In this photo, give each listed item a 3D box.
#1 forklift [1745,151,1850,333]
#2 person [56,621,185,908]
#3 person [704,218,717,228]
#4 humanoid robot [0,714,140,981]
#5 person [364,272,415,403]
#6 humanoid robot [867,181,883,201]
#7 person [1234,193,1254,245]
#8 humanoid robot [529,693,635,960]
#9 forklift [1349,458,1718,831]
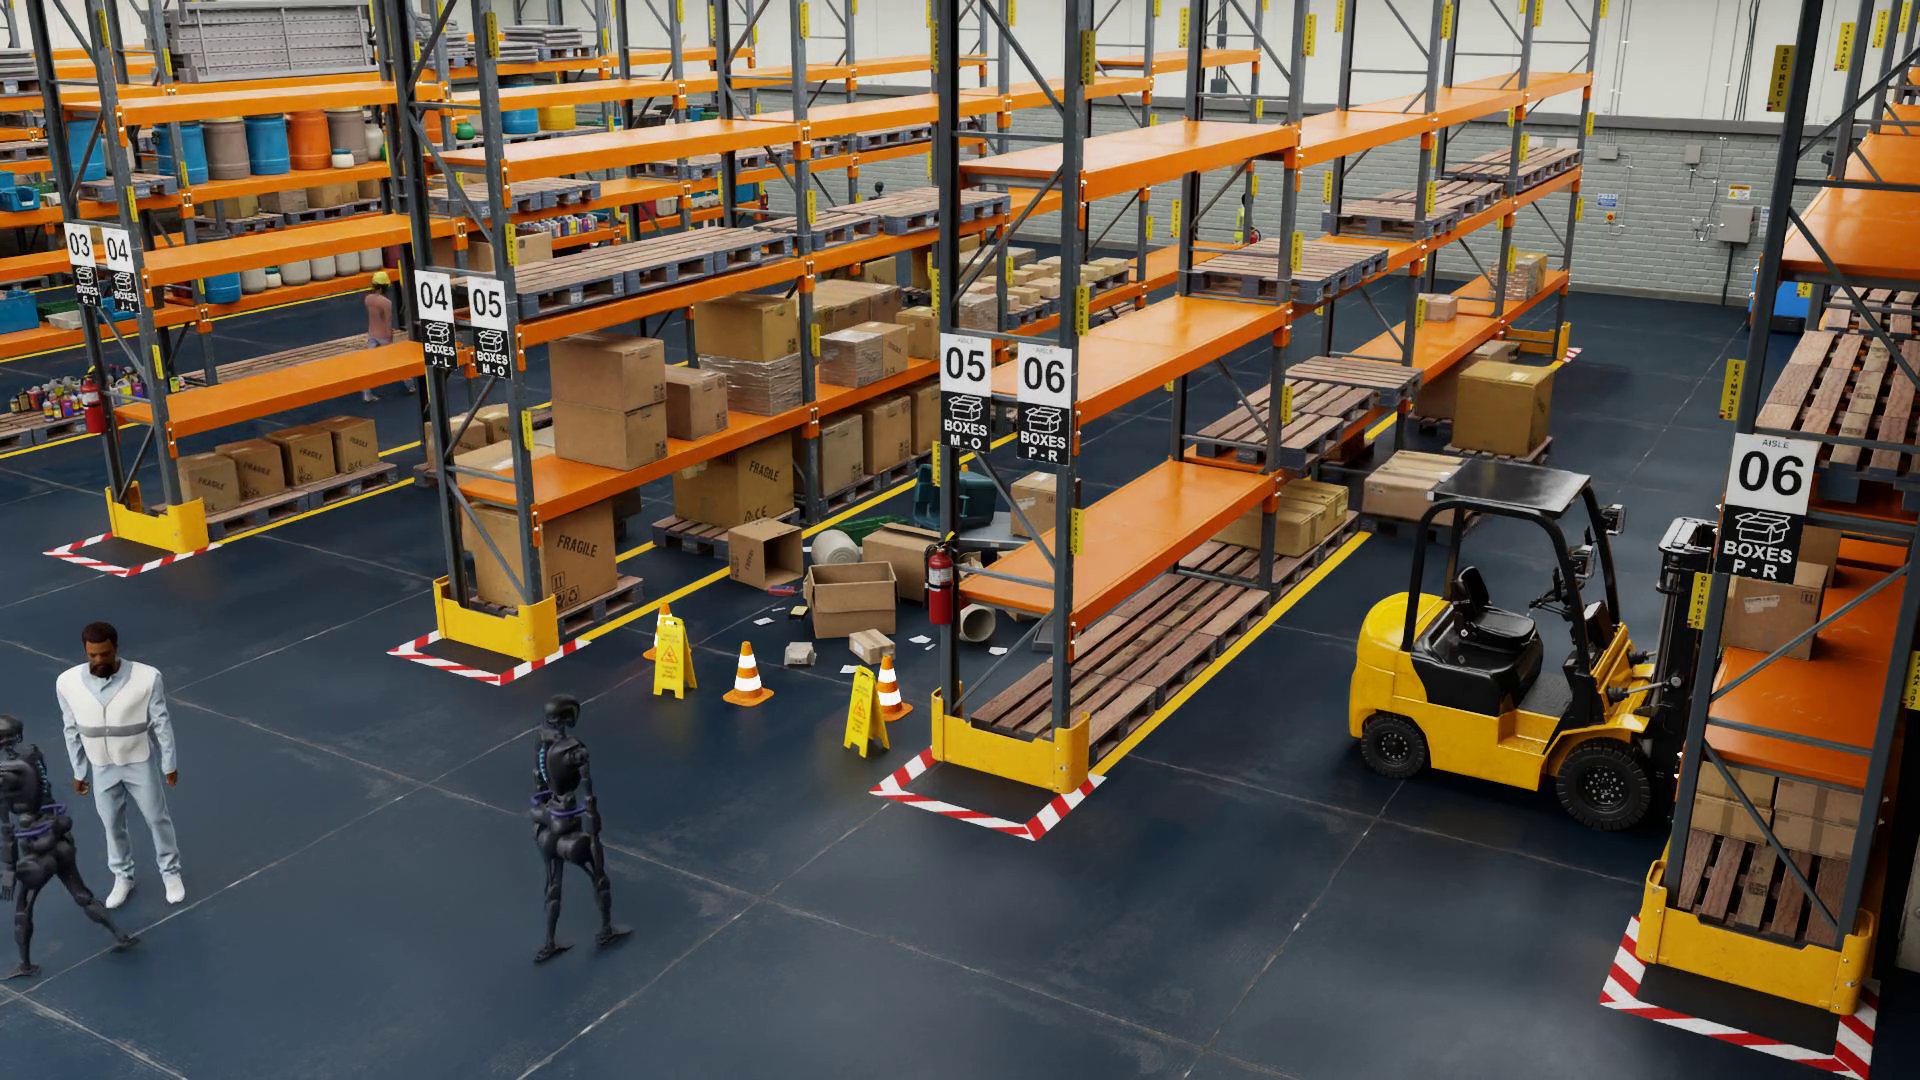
[{"bbox_3d":[13.620,-4.667,26.137,1.873,2.768,1.129,11,22,29],"label":"forklift"},{"bbox_3d":[-5.108,1.363,10.186,0.603,1.906,0.405,-3,19,-9],"label":"person"},{"bbox_3d":[-5.240,-7.063,34.867,0.489,1.688,0.352,-6,20,-17],"label":"person"},{"bbox_3d":[-5.254,1.743,9.515,0.725,1.639,0.592,-1,19,-3],"label":"humanoid robot"},{"bbox_3d":[-7.707,-2.735,22.304,0.540,1.716,0.917,10,21,27],"label":"person"},{"bbox_3d":[-1.545,-6.095,32.174,0.590,1.648,0.760,-10,21,-26],"label":"humanoid robot"},{"bbox_3d":[5.167,-5.486,30.304,0.320,1.686,0.538,-1,19,-4],"label":"person"},{"bbox_3d":[-2.266,1.643,9.735,0.583,1.639,0.624,16,24,38],"label":"humanoid robot"},{"bbox_3d":[3.988,0.658,11.776,2.313,2.155,1.214,11,22,29],"label":"forklift"}]
